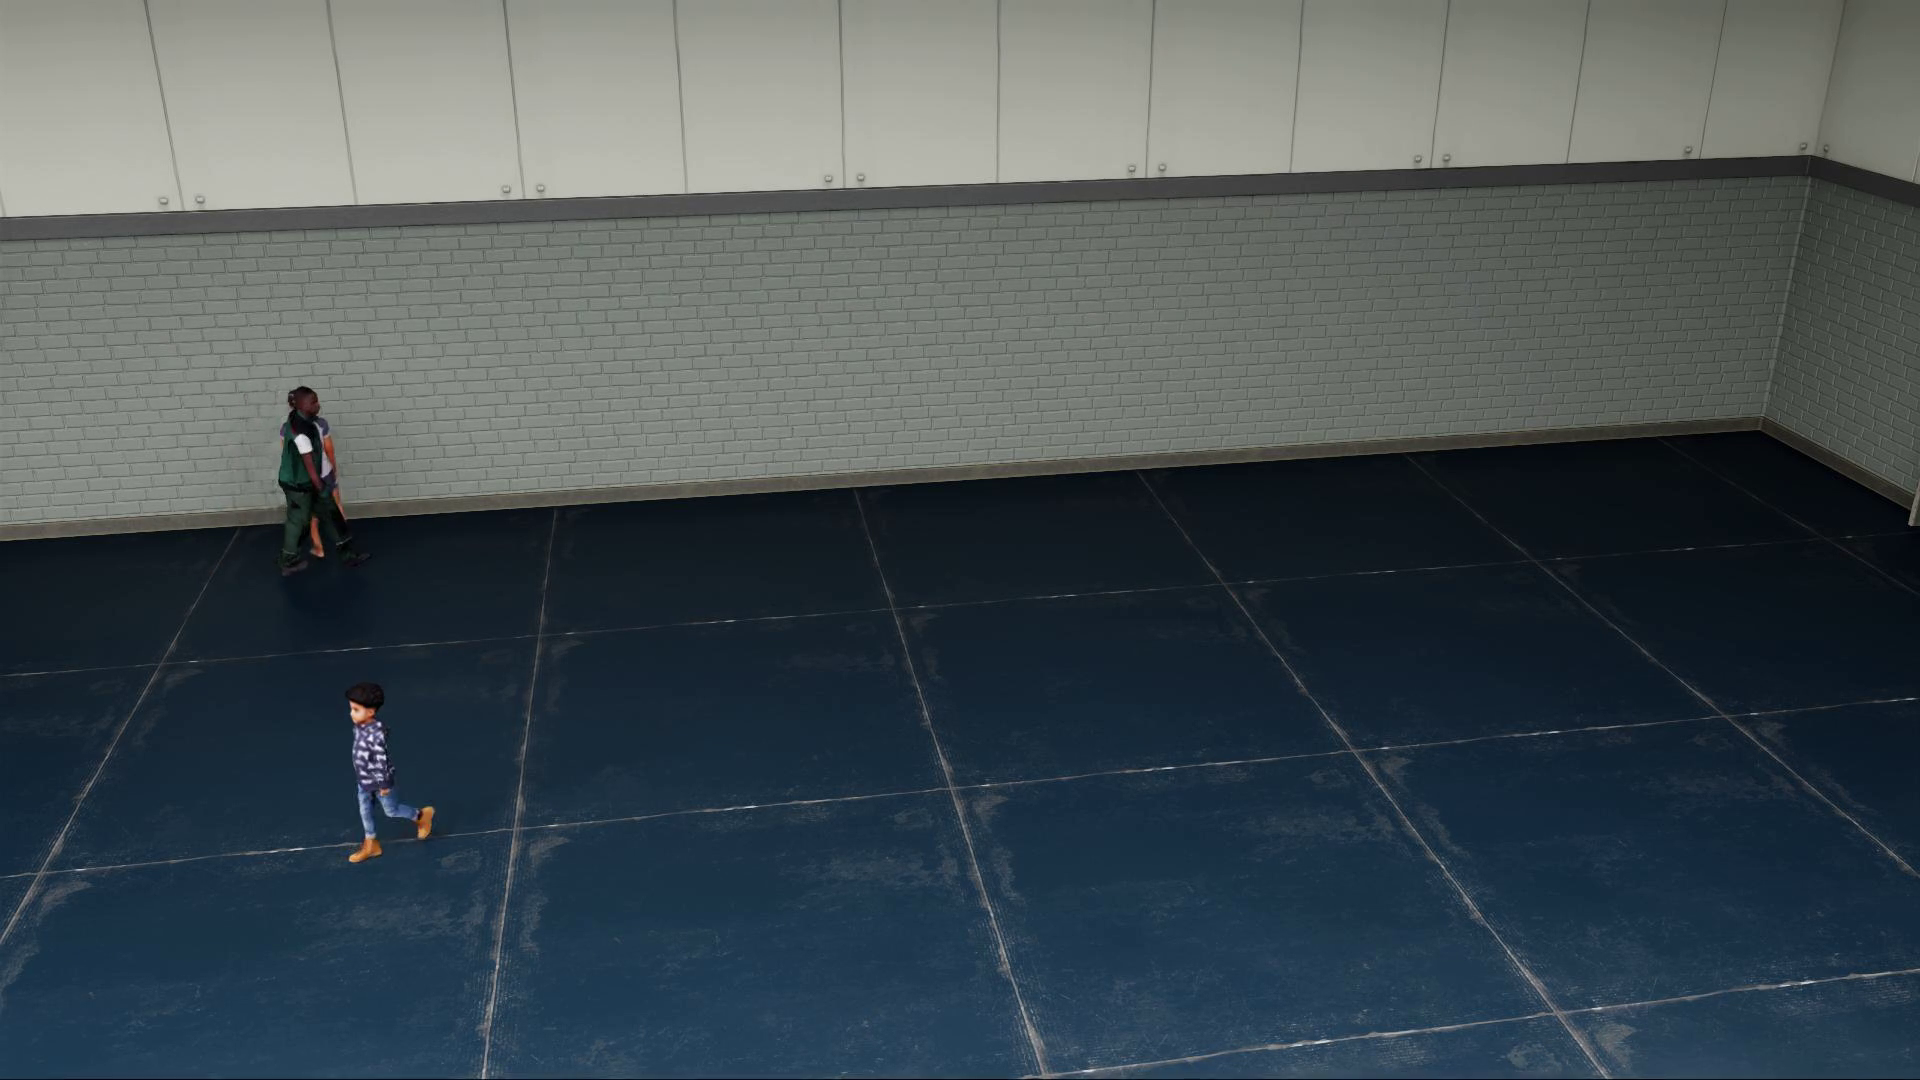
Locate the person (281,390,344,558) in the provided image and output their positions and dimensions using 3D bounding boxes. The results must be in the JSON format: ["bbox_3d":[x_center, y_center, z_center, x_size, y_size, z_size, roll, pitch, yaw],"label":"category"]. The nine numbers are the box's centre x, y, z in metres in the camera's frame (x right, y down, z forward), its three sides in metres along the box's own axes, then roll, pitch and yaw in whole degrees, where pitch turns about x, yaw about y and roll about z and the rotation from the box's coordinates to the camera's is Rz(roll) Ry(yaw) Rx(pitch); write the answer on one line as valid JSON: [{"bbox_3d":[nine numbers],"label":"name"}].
[{"bbox_3d":[-5.901,-0.587,15.181,0.699,1.614,0.671,-9,25,-20],"label":"person"}]

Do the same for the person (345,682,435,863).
[{"bbox_3d":[-3.745,1.488,10.785,0.816,1.235,0.825,21,31,40],"label":"person"}]

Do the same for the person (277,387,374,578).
[{"bbox_3d":[-5.885,-0.491,14.752,0.813,1.774,0.992,-9,25,-19],"label":"person"}]
